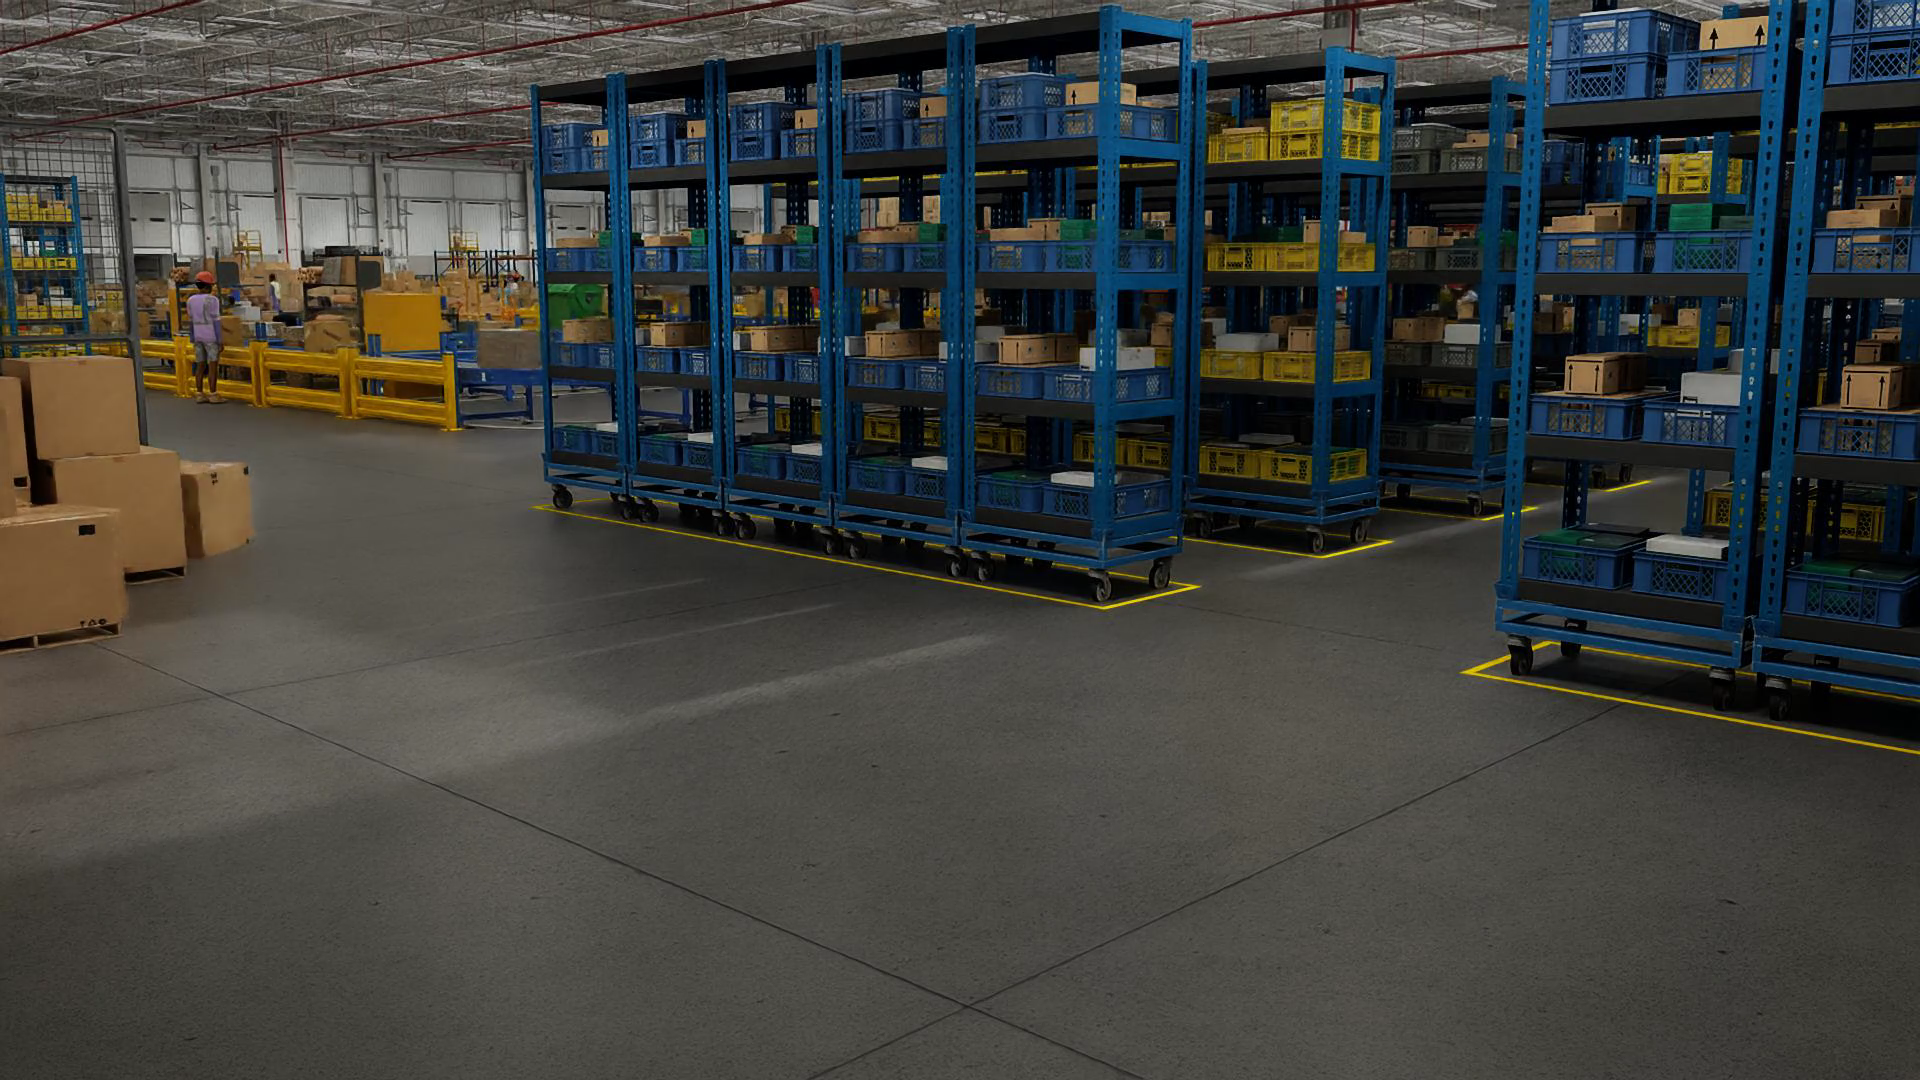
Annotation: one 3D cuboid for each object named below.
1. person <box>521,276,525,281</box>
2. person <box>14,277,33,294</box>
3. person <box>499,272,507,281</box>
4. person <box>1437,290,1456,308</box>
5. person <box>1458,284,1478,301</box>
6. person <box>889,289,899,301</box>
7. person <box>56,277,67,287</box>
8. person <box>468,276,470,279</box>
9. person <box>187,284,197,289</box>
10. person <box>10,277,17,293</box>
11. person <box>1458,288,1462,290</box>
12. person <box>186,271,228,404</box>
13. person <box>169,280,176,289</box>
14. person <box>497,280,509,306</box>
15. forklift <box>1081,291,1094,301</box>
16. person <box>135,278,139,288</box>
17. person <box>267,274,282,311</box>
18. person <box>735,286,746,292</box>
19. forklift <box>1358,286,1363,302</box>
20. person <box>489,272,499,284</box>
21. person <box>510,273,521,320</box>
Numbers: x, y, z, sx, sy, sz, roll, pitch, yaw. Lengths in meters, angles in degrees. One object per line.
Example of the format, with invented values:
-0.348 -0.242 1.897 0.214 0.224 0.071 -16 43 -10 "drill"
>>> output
-25.009 -14.256 95.074 0.535 1.676 0.713 1 9 9 "person"
-29.854 -7.540 53.103 0.542 1.928 0.399 -9 13 -44 "person"
-23.676 -12.891 85.983 0.776 1.893 0.589 -9 13 -42 "person"
6.803 -2.673 23.735 0.965 1.779 0.597 4 10 23 "person"
10.073 -4.286 33.081 0.407 1.942 0.615 0 9 -1 "person"
-2.359 -8.649 59.687 0.389 1.991 0.625 4 10 21 "person"
-41.359 -11.368 76.648 0.615 1.915 0.955 -1 9 -3 "person"
-17.654 -8.633 60.129 0.939 1.828 0.527 -5 10 -26 "person"
-26.985 -8.385 58.496 0.504 1.862 0.329 5 11 28 "person"
-34.947 -8.844 61.484 0.513 1.794 0.959 4 10 21 "person"
18.575 -8.849 60.934 1.074 1.980 0.642 -9 13 -44 "person"
-11.532 -3.091 25.507 0.603 2.035 0.403 4 10 26 "person"
-32.719 -10.146 69.191 0.453 1.910 0.680 -4 10 -25 "person"
-16.015 -8.291 58.427 0.537 1.693 0.320 5 11 30 "person"
4.592 -10.065 65.654 1.873 2.768 1.129 9 13 43 "forklift"
-35.256 -10.404 71.320 0.860 1.709 0.493 -1 9 -5 "person"
-25.892 -9.072 62.660 0.988 1.863 0.617 0 9 -3 "person"
-8.386 -9.129 62.485 0.688 2.000 0.536 -1 9 -6 "person"
11.100 -7.017 46.970 1.873 2.768 1.129 9 13 43 "forklift"
-26.143 -14.086 93.362 0.546 1.898 0.880 -2 9 -12 "person"
-16.505 -8.970 61.850 0.423 1.927 0.563 -3 10 -18 "person"
